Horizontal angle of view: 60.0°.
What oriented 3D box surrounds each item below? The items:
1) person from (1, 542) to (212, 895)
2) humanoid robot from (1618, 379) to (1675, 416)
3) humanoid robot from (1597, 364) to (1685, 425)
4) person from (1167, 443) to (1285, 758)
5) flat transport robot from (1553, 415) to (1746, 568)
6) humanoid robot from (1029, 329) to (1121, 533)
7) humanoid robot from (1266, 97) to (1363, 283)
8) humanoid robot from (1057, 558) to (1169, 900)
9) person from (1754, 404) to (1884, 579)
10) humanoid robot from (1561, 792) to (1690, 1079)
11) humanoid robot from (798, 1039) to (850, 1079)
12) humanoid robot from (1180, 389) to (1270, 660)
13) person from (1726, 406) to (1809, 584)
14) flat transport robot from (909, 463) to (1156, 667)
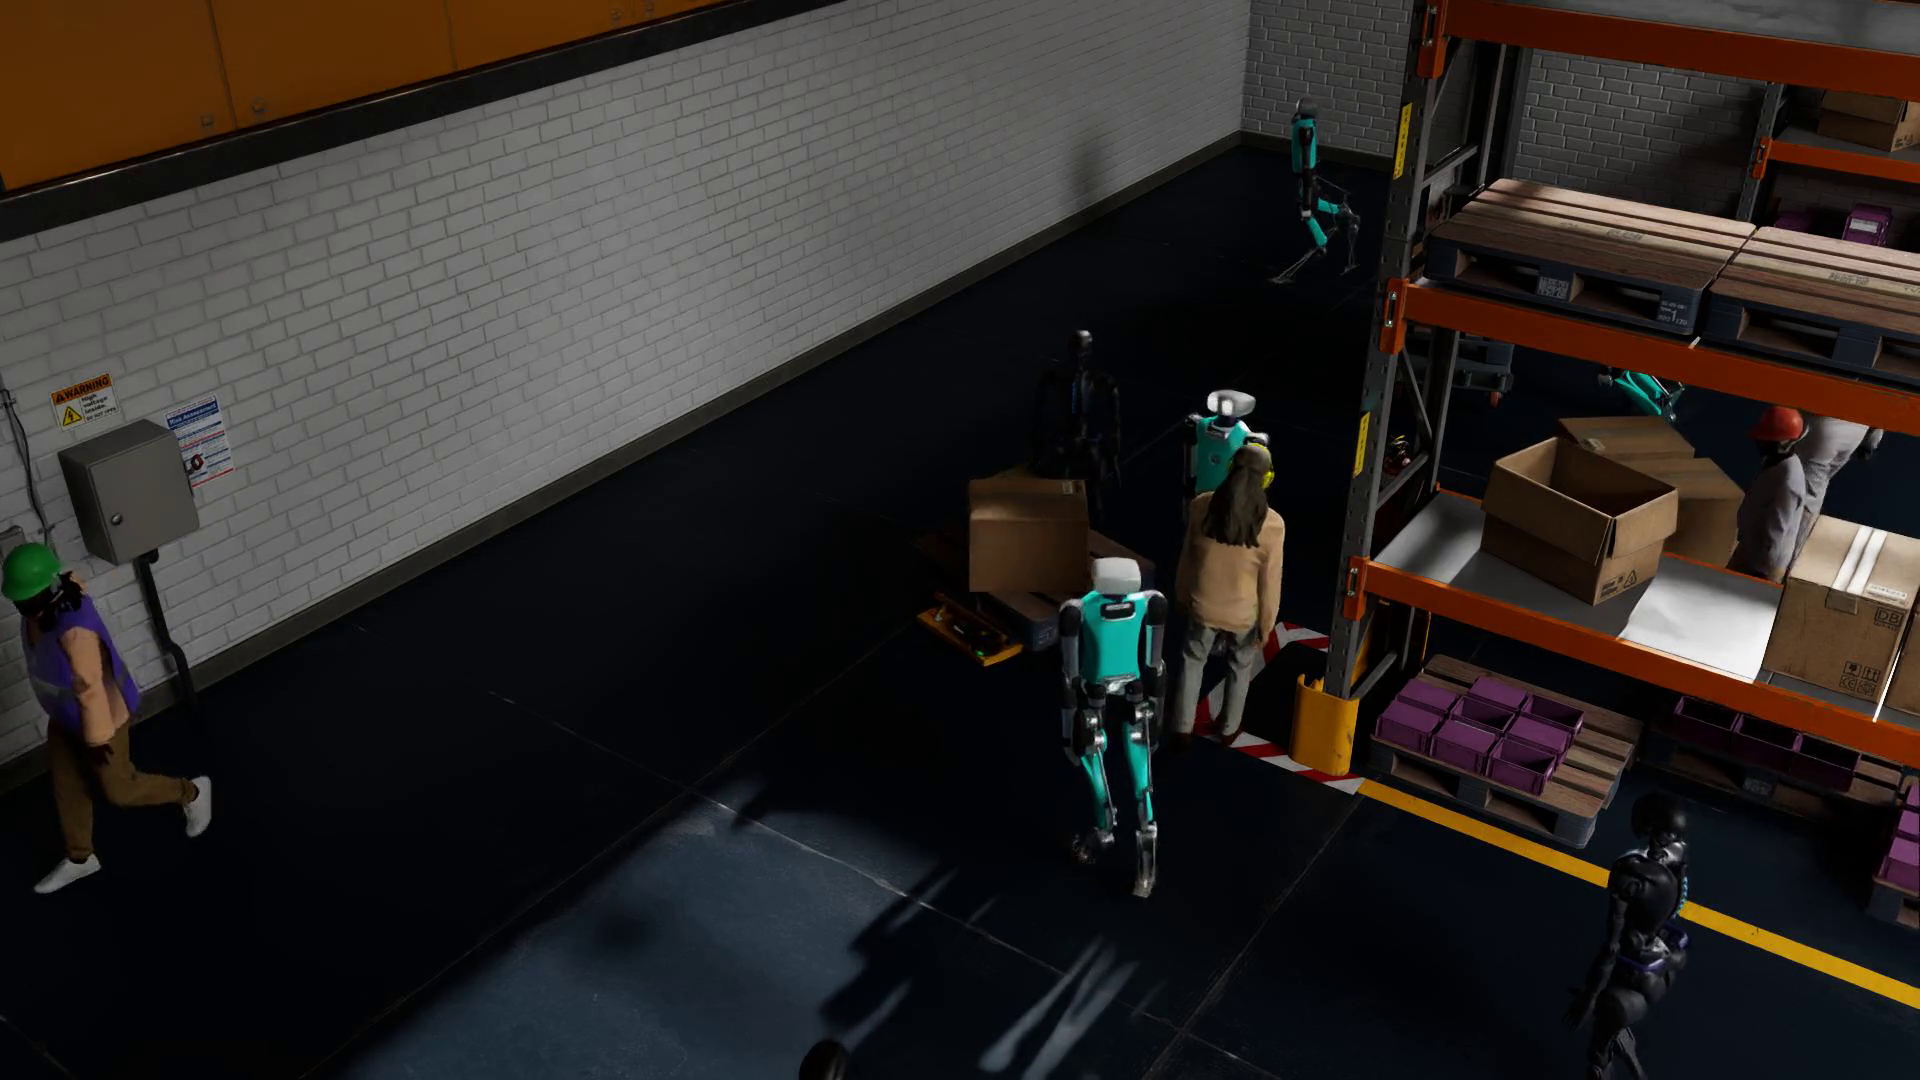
[{"bbox_3d":[-4.180,0.817,7.986,0.560,1.897,0.807,19,35,30],"label":"person"},{"bbox_3d":[5.265,-1.615,12.441,0.611,1.649,0.330,6,31,11],"label":"humanoid robot"},{"bbox_3d":[4.801,-1.257,11.617,0.533,1.677,0.735,-25,38,-36],"label":"humanoid robot"},{"bbox_3d":[1.401,0.367,8.829,0.577,1.847,0.664,12,32,19],"label":"person"},{"bbox_3d":[4.339,0.170,10.745,1.431,0.231,0.659,-2,30,-4],"label":"flat transport robot"},{"bbox_3d":[0.723,-0.522,10.568,0.612,1.650,0.479,6,31,11],"label":"humanoid robot"},{"bbox_3d":[3.365,-3.093,14.996,1.038,1.778,0.538,2,30,4],"label":"humanoid robot"},{"bbox_3d":[0.769,1.009,7.842,0.532,1.775,0.900,-6,31,-11],"label":"humanoid robot"},{"bbox_3d":[5.453,-0.667,10.584,0.682,1.872,0.688,-5,30,-9],"label":"person"},{"bbox_3d":[2.688,1.734,6.628,0.599,1.645,0.375,-23,37,-34],"label":"humanoid robot"},{"bbox_3d":[-0.370,2.280,5.685,0.608,1.643,0.534,2,30,4],"label":"humanoid robot"},{"bbox_3d":[1.611,-0.087,9.762,0.539,1.843,0.662,21,36,32],"label":"humanoid robot"},{"bbox_3d":[4.647,0.031,9.538,0.759,1.725,0.581,8,31,14],"label":"person"},{"bbox_3d":[0.484,0.345,10.441,1.431,0.231,0.659,-23,37,-34],"label":"flat transport robot"}]
